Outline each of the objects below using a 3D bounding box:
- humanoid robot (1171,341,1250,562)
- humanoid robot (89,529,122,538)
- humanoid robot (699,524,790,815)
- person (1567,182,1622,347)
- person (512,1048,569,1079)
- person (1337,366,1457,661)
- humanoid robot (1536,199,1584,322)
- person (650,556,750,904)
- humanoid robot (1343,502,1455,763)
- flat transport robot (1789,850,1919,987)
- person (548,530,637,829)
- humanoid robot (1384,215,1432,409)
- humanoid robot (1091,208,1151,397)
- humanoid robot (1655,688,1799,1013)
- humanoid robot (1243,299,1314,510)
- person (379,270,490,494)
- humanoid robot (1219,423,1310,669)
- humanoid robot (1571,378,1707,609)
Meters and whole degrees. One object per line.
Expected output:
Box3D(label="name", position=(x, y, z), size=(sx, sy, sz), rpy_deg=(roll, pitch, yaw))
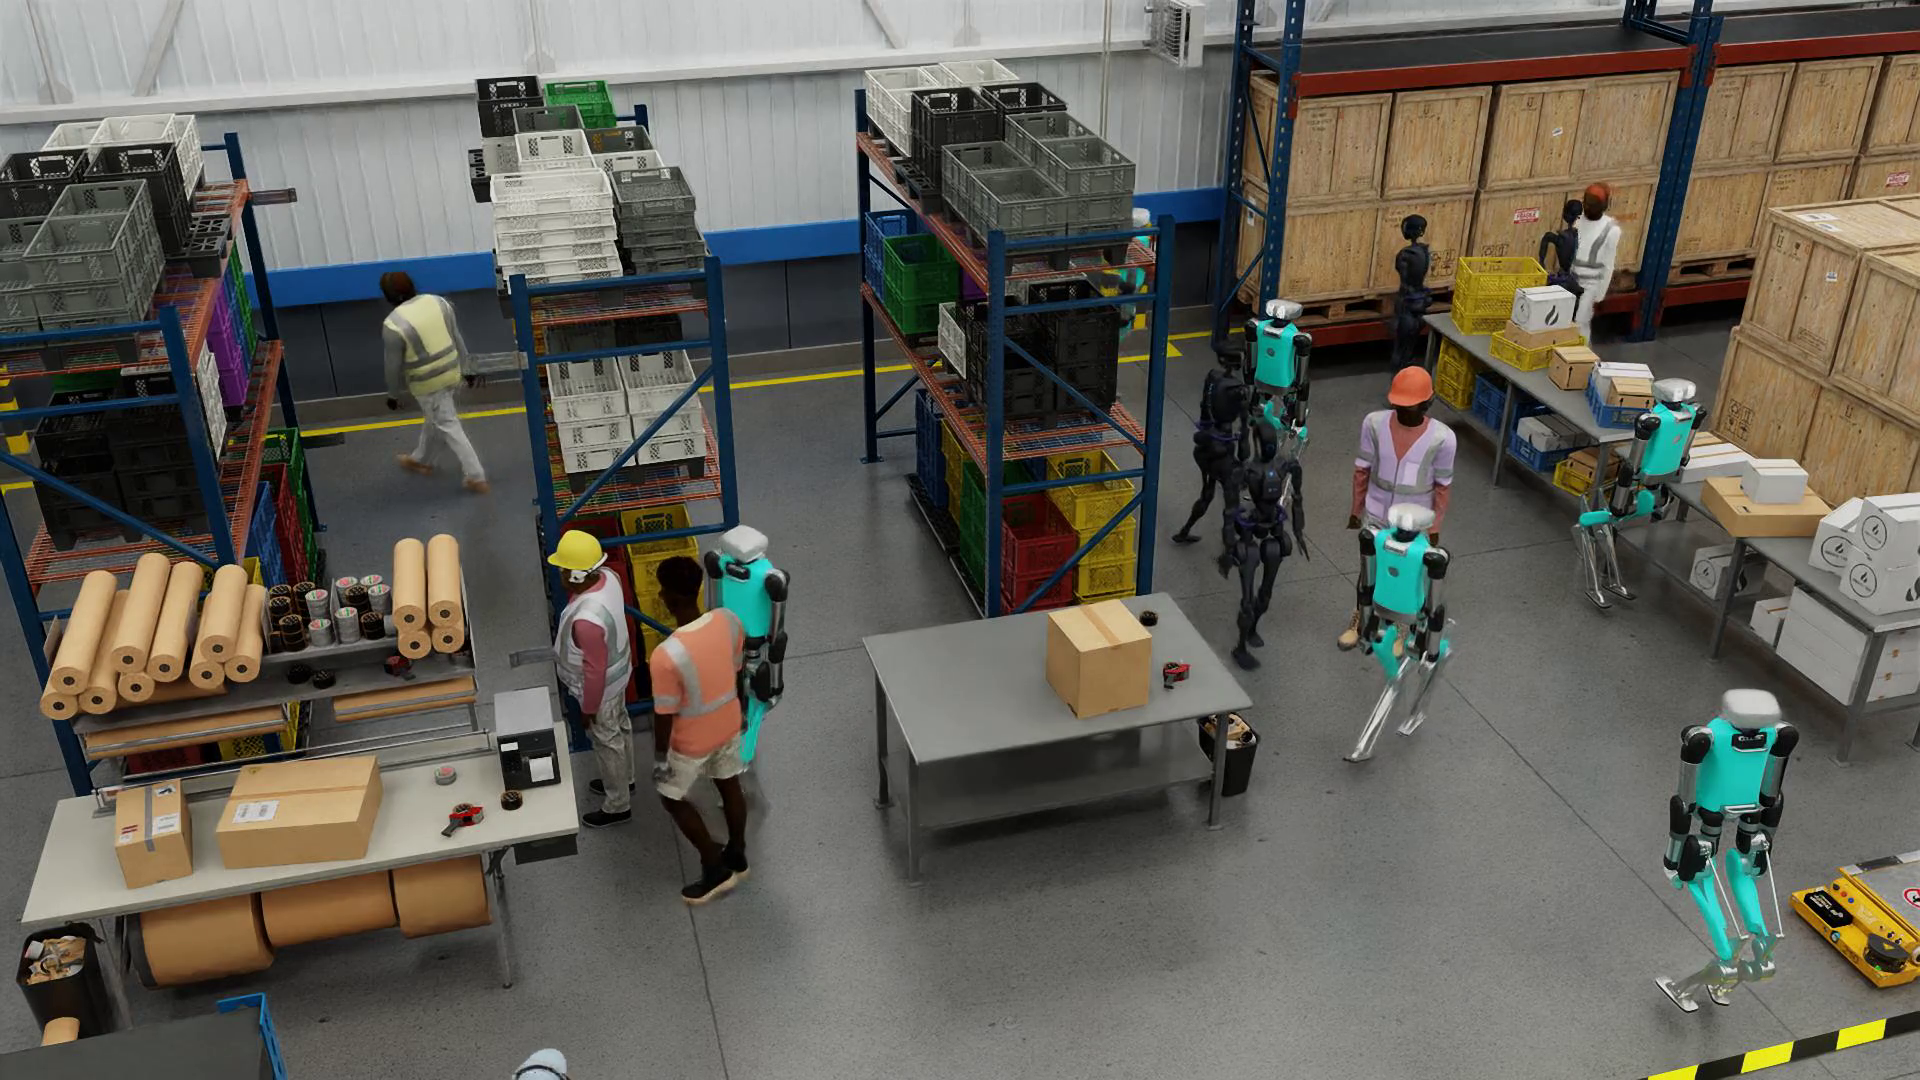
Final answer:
Box3D(label="humanoid robot", position=(1.839, -0.638, 11.878), size=(0.423, 1.641, 0.587), rpy_deg=(-14, 32, -24))
Box3D(label="humanoid robot", position=(-6.205, -0.821, 12.249), size=(0.801, 1.618, 0.609), rpy_deg=(-20, 34, -32))
Box3D(label="humanoid robot", position=(-1.290, 0.860, 9.145), size=(0.534, 1.848, 0.756), rpy_deg=(16, 33, 27))
Box3D(label="person", position=(5.457, -2.250, 14.592), size=(0.416, 1.864, 0.589), rpy_deg=(-14, 32, -23))
Box3D(label="person", position=(-1.428, 2.509, 5.967), size=(0.599, 1.838, 0.485), rpy_deg=(-5, 29, -10))
Box3D(label="person", position=(2.784, -0.163, 10.618), size=(0.608, 2.042, 0.394), rpy_deg=(16, 33, 26))
Box3D(label="humanoid robot", position=(5.340, -2.167, 14.660), size=(0.592, 1.637, 0.455), rpy_deg=(-2, 29, -4))
Box3D(label="person", position=(-1.335, 0.985, 8.626), size=(0.476, 1.953, 0.629), rpy_deg=(19, 34, 31))
Box3D(label="humanoid robot", position=(2.628, 0.508, 9.710), size=(0.541, 1.737, 1.009), rpy_deg=(23, 36, 36))
Box3D(label="flat transport robot", position=(5.163, 1.916, 8.676), size=(1.431, 0.231, 0.659), rpy_deg=(-8, 30, -14))
Box3D(label="person", position=(-2.008, 0.759, 9.154), size=(0.404, 1.834, 0.586), rpy_deg=(0, 29, -1))
Box3D(label="humanoid robot", position=(3.880, -1.957, 14.260), size=(0.438, 1.633, 0.615), rpy_deg=(17, 33, 28))
Box3D(label="humanoid robot", position=(1.253, -1.925, 14.250), size=(0.714, 1.896, 0.541), rpy_deg=(6, 29, 10))
Box3D(label="humanoid robot", position=(3.604, 1.541, 7.694), size=(0.533, 1.677, 0.735), rpy_deg=(-3, 29, -5))
Box3D(label="humanoid robot", position=(2.445, -1.060, 12.426), size=(0.533, 1.677, 0.735), rpy_deg=(21, 35, 34))
Box3D(label="person", position=(-4.121, -1.221, 12.824), size=(0.993, 1.762, 0.634), rpy_deg=(12, 31, 21))
Box3D(label="humanoid robot", position=(1.975, 0.019, 10.687), size=(0.611, 1.643, 0.566), rpy_deg=(-8, 30, -14))
Box3D(label="humanoid robot", position=(4.470, -0.378, 11.185), size=(0.533, 1.677, 0.735), rpy_deg=(-12, 31, -21))
